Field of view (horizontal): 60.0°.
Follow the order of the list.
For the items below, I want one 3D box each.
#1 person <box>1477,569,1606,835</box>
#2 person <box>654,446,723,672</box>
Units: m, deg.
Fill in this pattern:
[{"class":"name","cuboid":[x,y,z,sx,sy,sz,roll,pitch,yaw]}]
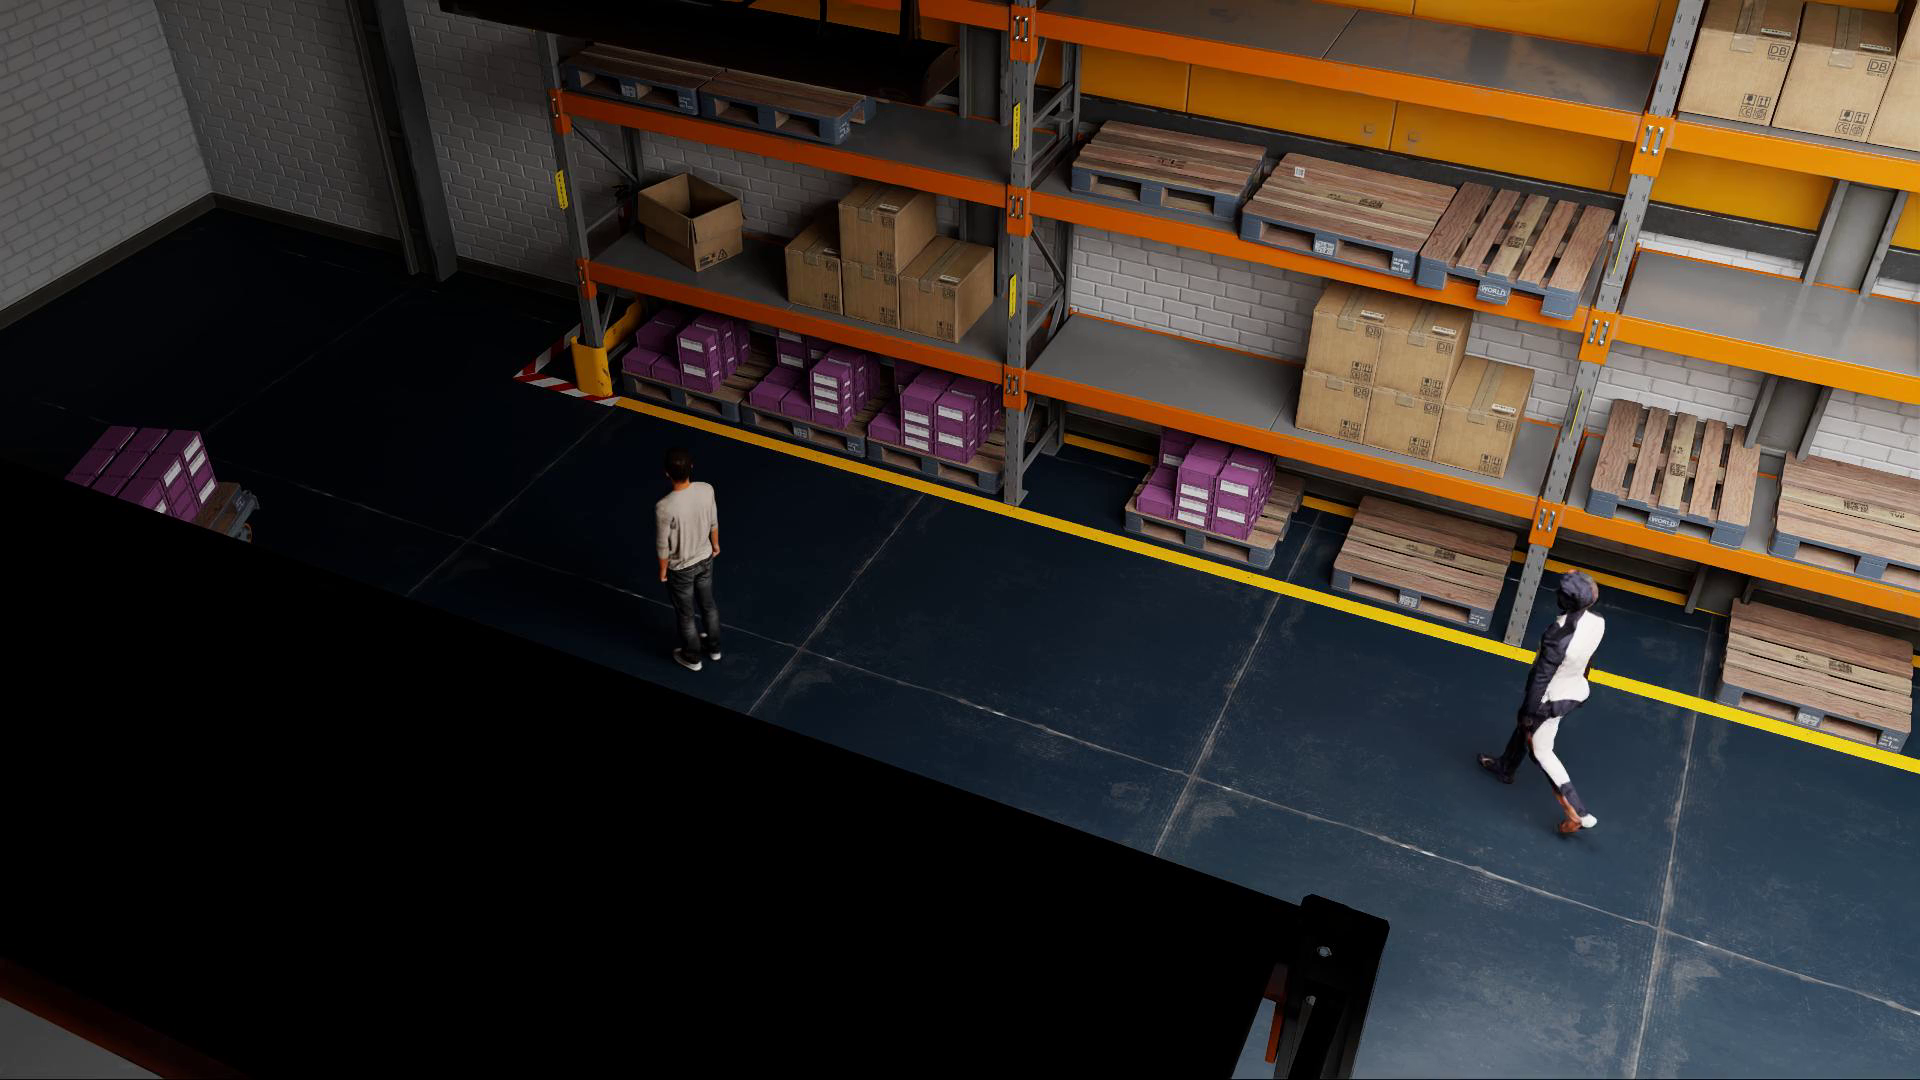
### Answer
[{"class":"person","cuboid":[3.755,1.036,10.338,1.019,1.859,1.276,-28,47,-31]},{"class":"person","cuboid":[-1.861,0.144,11.497,0.720,1.807,0.676,-31,48,-33]}]
